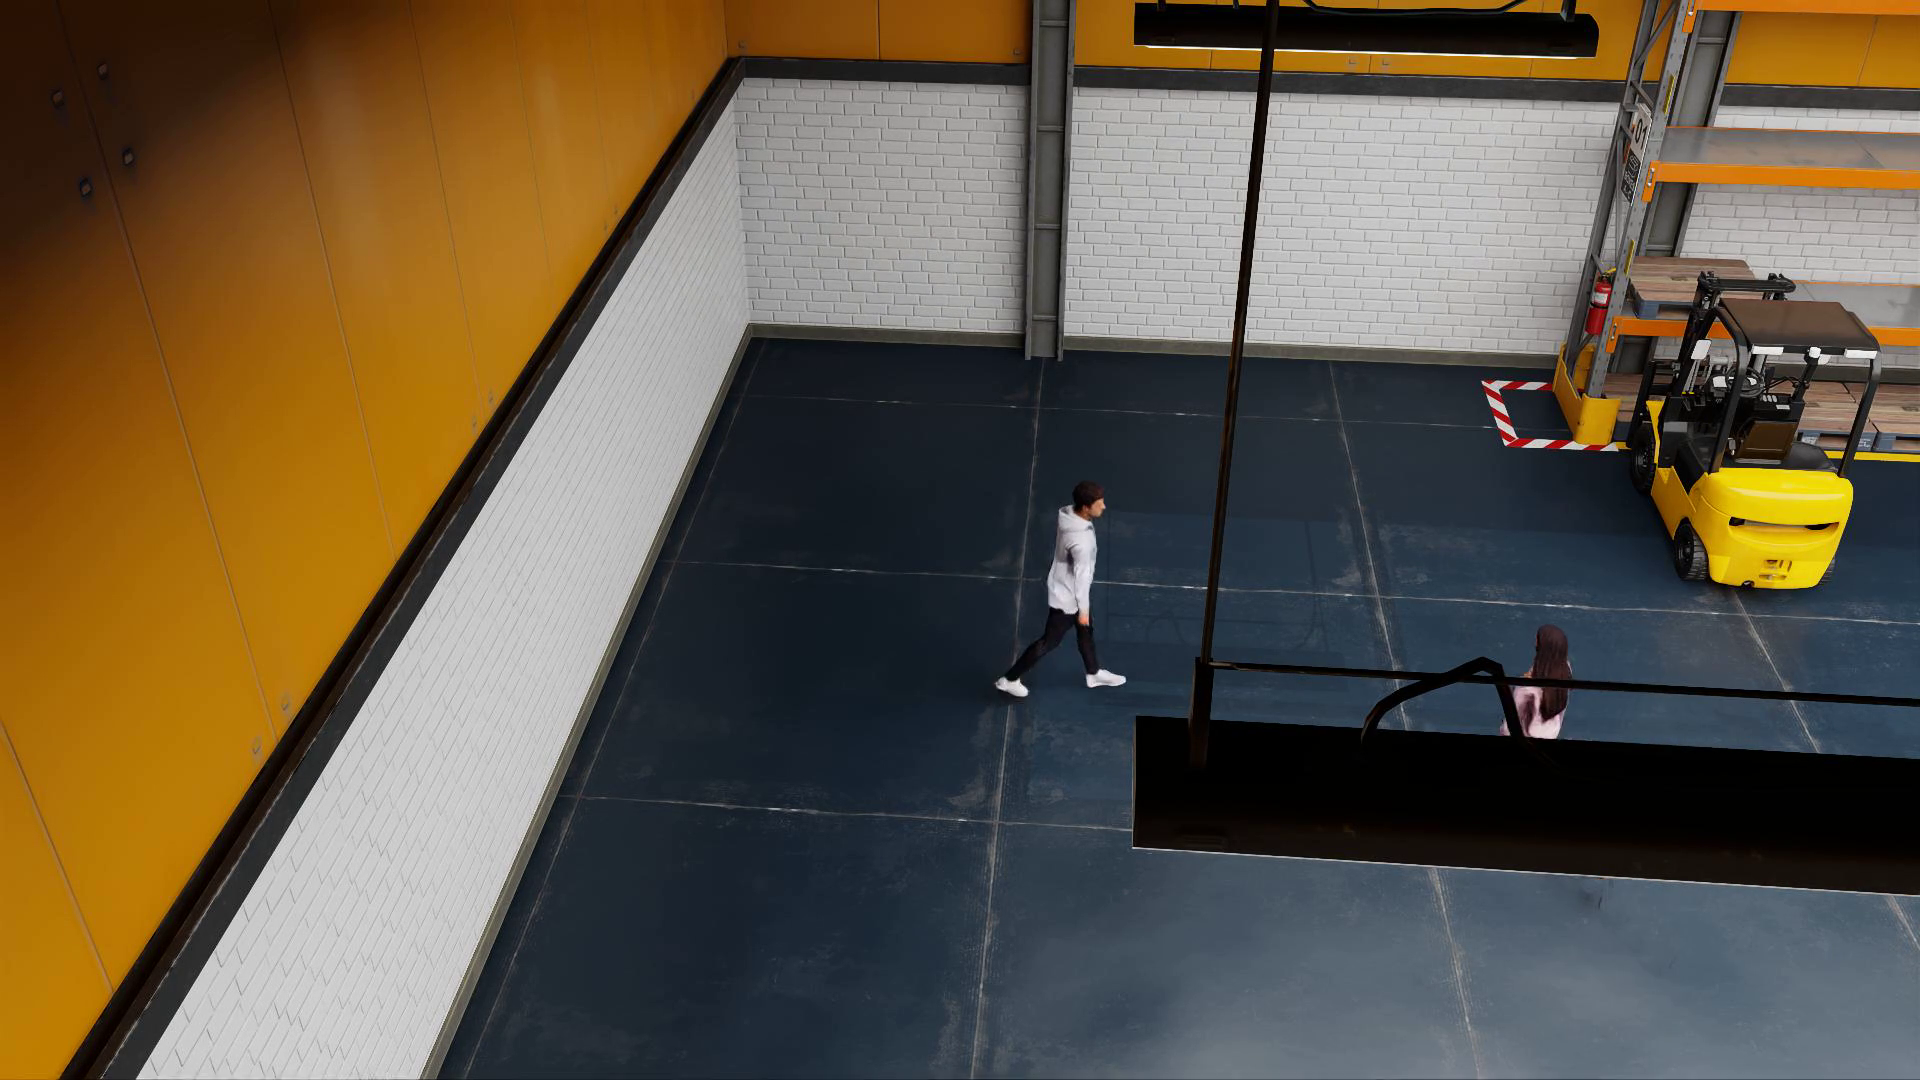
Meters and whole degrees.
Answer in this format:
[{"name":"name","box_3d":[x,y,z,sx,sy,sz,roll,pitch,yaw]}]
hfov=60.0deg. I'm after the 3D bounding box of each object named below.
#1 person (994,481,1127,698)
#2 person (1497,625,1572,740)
[{"name":"person","box_3d":[0.698,0.409,12.354,1.292,1.884,0.832,-3,34,-5]},{"name":"person","box_3d":[3.843,1.364,10.993,0.780,1.799,0.853,-16,37,-23]}]
